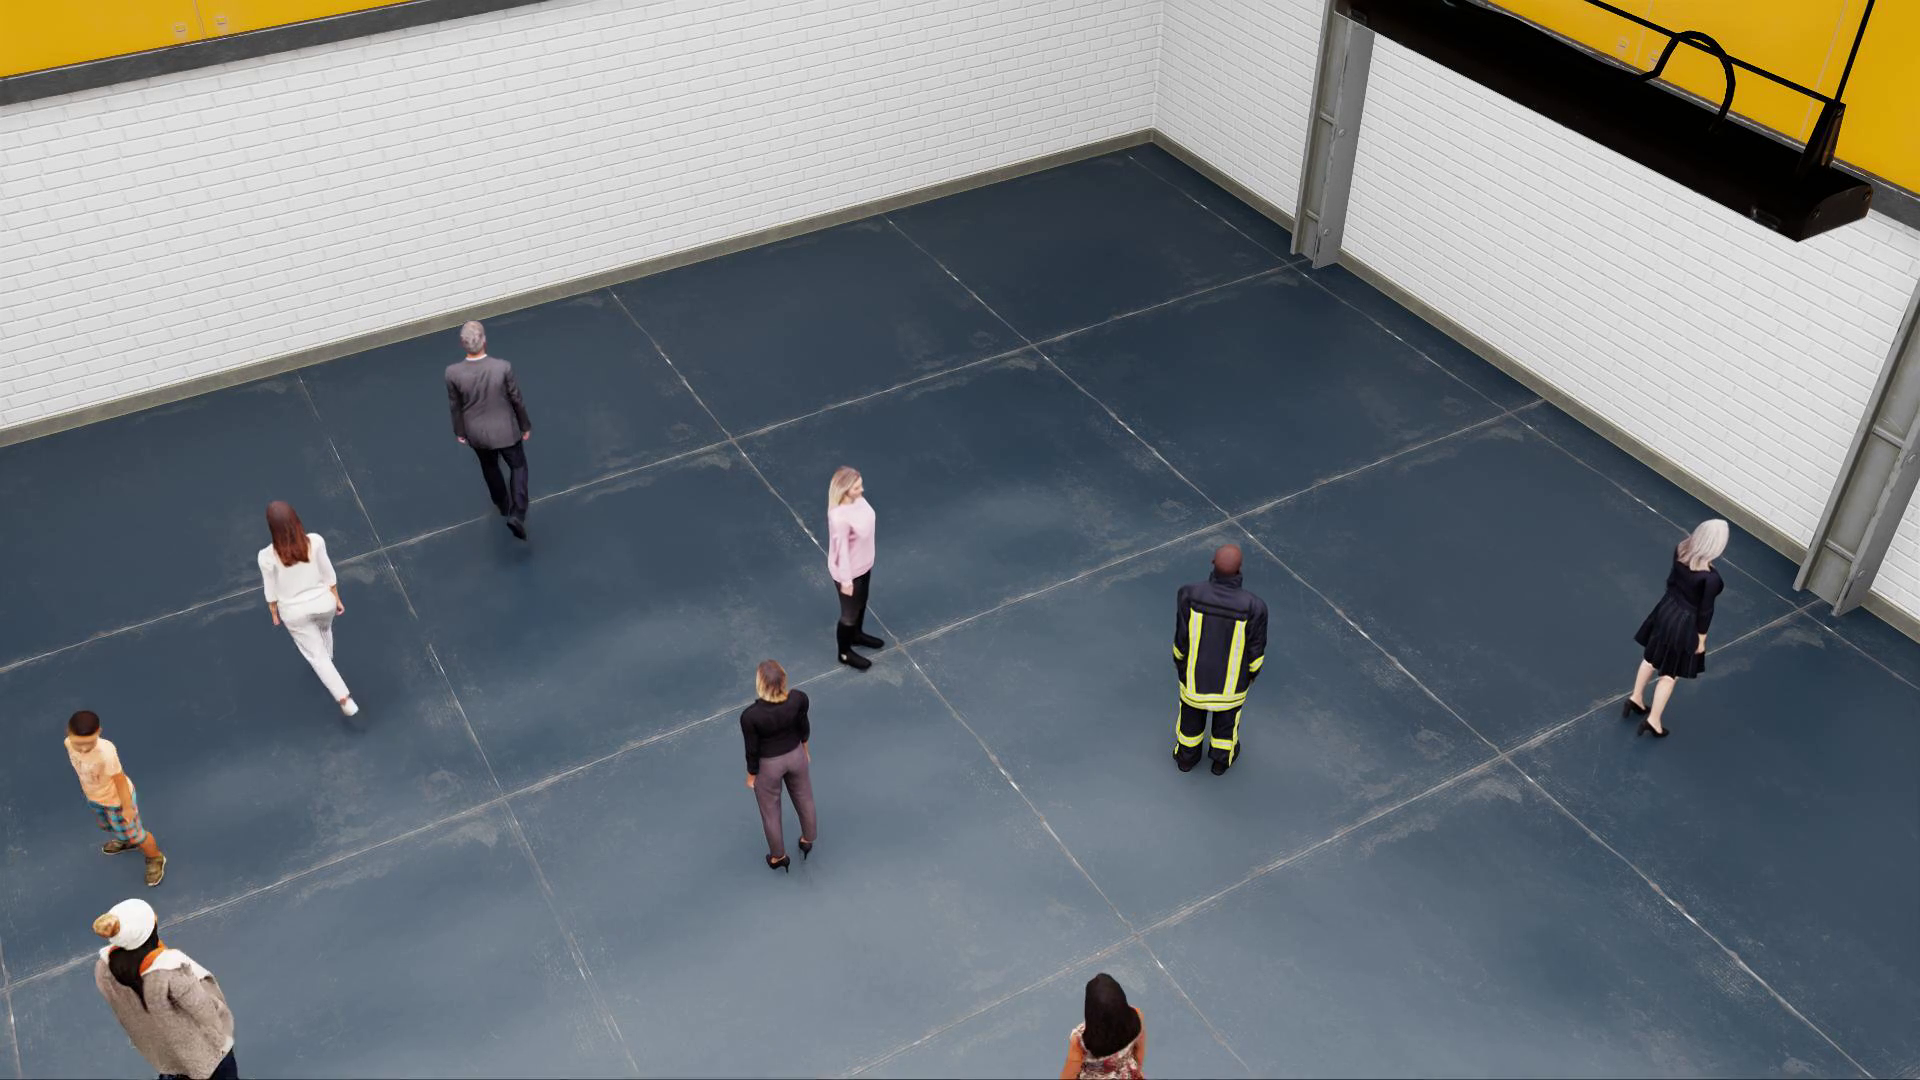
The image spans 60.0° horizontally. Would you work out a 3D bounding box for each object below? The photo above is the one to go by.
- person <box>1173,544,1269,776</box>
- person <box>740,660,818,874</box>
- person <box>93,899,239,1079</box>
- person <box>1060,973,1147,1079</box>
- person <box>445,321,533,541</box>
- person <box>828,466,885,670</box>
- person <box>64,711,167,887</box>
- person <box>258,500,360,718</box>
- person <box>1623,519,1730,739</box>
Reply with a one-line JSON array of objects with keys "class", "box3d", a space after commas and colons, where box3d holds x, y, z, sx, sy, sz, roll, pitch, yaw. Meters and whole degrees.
[{"class": "person", "box3d": [1.636, 0.760, 10.626, 0.854, 1.821, 0.921, 11, 40, 13]}, {"class": "person", "box3d": [-1.076, 1.368, 9.984, 0.592, 1.672, 0.527, -22, 43, -25]}, {"class": "person", "box3d": [-4.001, 2.522, 8.376, 0.973, 1.876, 1.039, 8, 39, 10]}, {"class": "person", "box3d": [0.753, 2.767, 8.259, 0.636, 1.639, 0.678, -19, 42, -22]}, {"class": "person", "box3d": [-3.538, -0.810, 12.597, 0.983, 1.816, 1.176, -6, 39, -7]}, {"class": "person", "box3d": [-0.765, 0.167, 11.480, 0.742, 1.682, 0.686, 10, 40, 12]}, {"class": "person", "box3d": [-5.107, 1.499, 10.012, 0.728, 1.432, 0.838, 25, 45, 28]}, {"class": "person", "box3d": [-4.332, 0.482, 11.105, 0.723, 1.659, 1.113, -28, 46, -30]}, {"class": "person", "box3d": [4.723, 0.574, 10.923, 0.735, 1.742, 0.598, -8, 39, -10]}]
